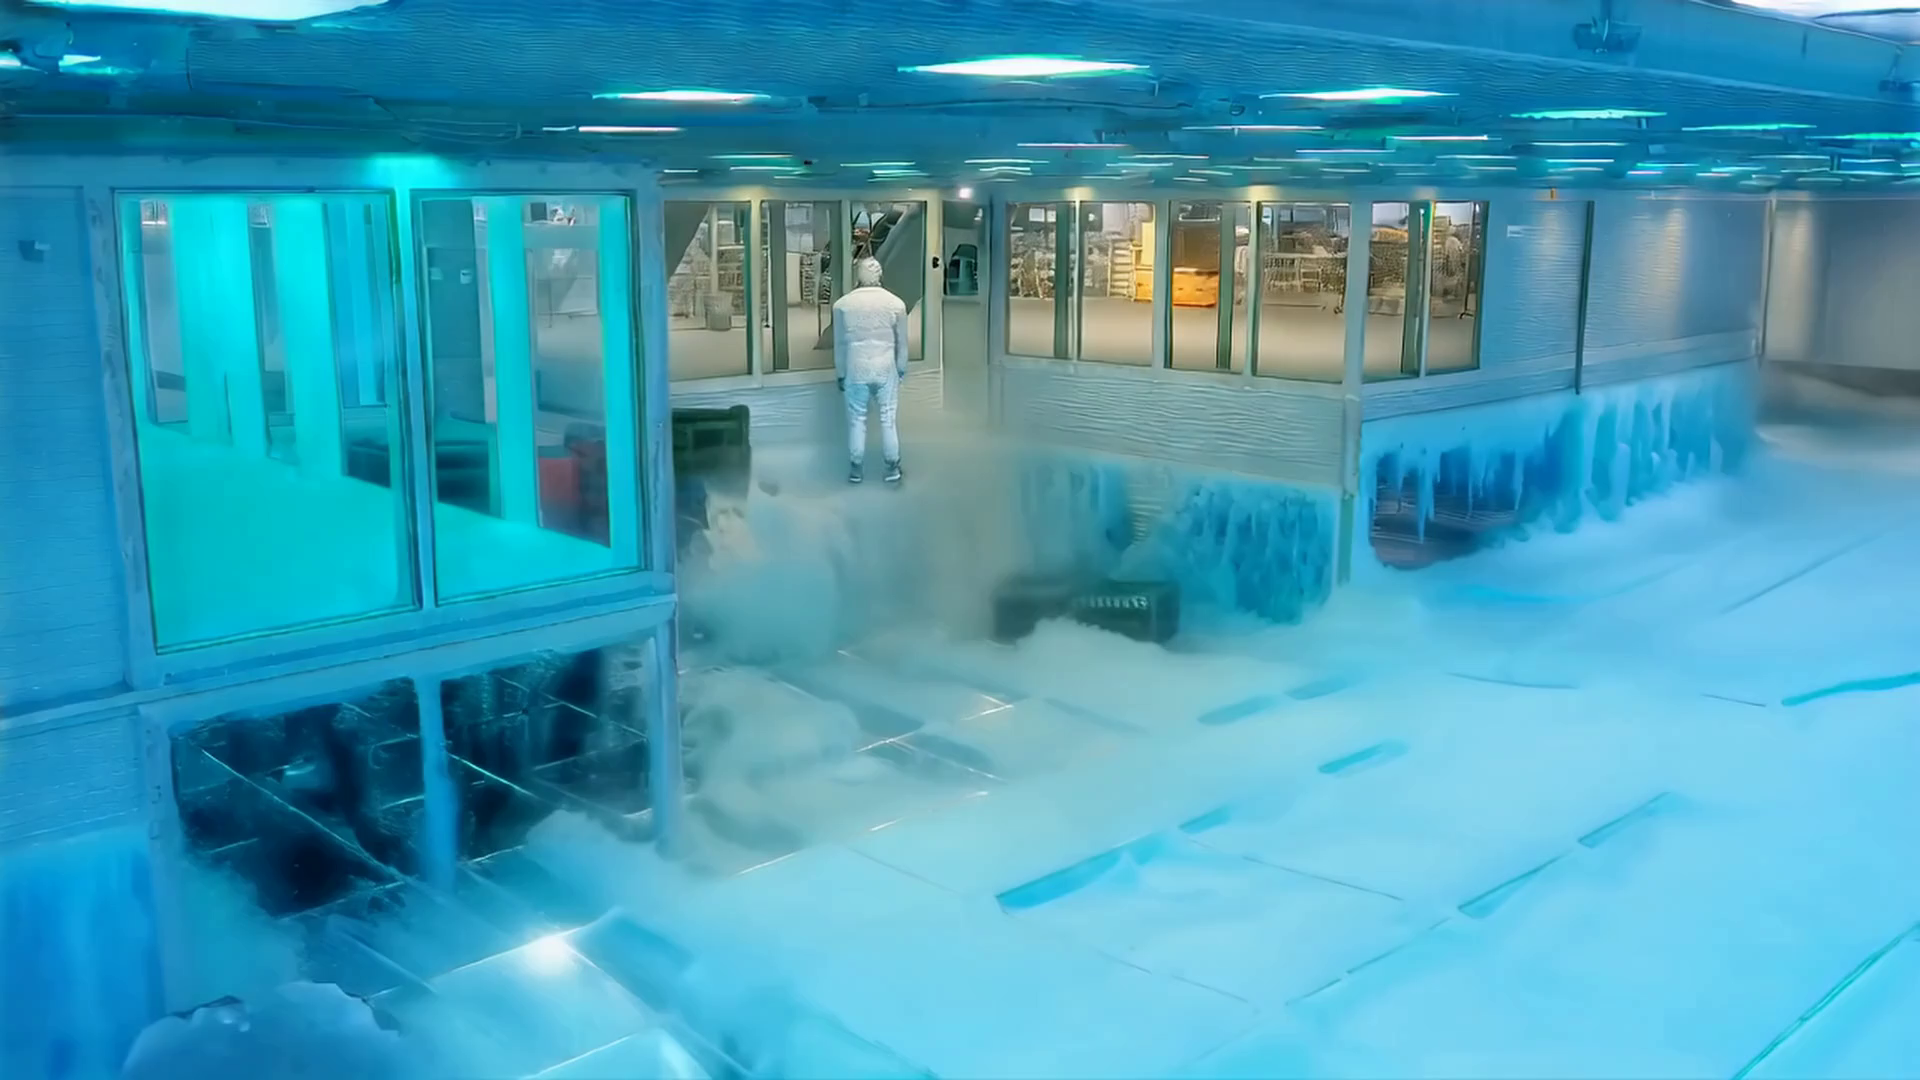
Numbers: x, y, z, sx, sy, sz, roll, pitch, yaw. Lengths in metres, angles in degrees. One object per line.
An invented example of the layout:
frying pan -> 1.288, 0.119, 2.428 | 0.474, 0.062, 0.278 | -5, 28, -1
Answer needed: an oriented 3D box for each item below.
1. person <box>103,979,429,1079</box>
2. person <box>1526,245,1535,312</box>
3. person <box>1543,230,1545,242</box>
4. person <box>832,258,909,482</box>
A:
person -> -0.403, 1.185, 1.174 | 0.504, 1.861, 0.330 | 11, 16, 43
person -> 12.737, -5.972, 37.344 | 0.391, 1.724, 0.484 | 9, 14, 38
person -> 21.506, -10.759, 61.599 | 0.506, 1.615, 0.573 | 10, 15, 41
person -> -0.753, -1.437, 14.164 | 0.640, 1.909, 0.409 | 0, 11, 2
